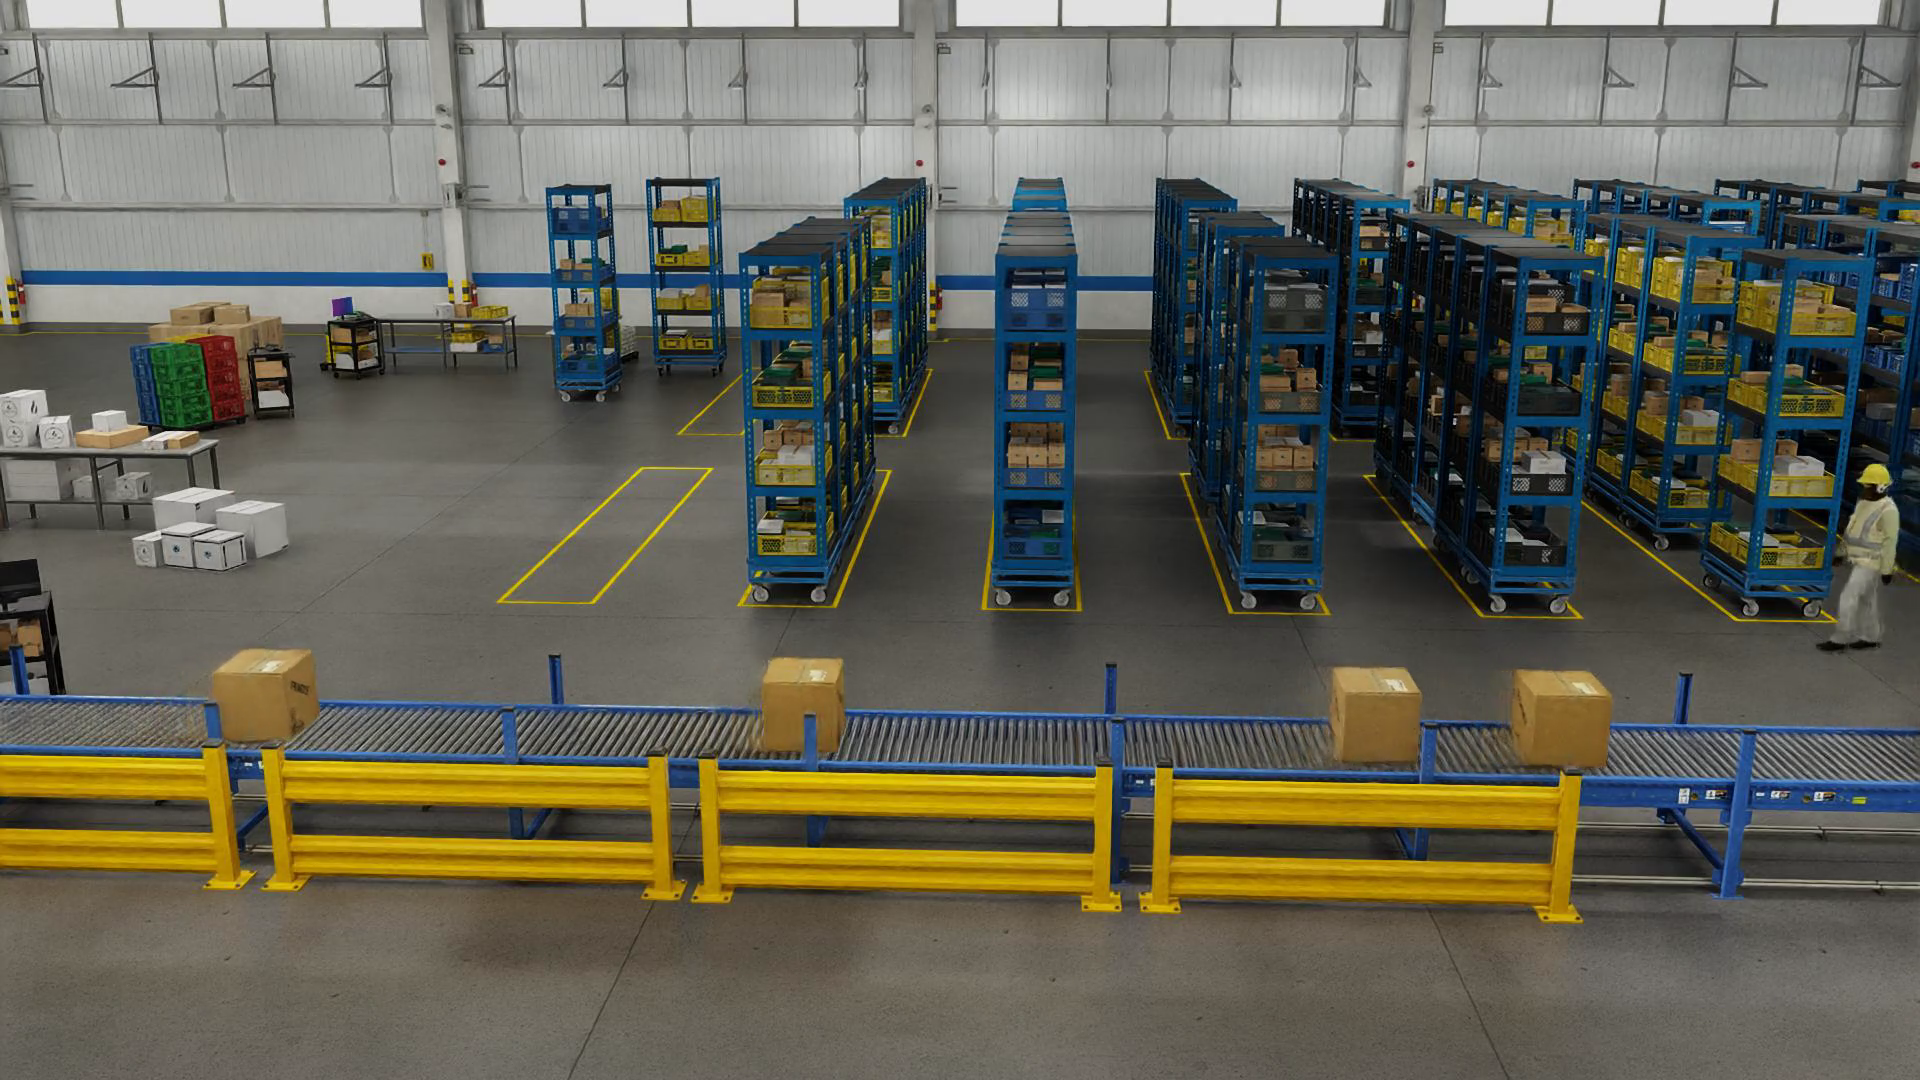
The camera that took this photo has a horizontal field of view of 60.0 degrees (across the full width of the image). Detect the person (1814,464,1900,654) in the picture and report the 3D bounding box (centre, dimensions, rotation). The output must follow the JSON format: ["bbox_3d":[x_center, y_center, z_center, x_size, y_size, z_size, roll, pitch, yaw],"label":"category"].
[{"bbox_3d":[8.315,0.176,15.470,0.763,1.804,0.600,2,15,9],"label":"person"}]
